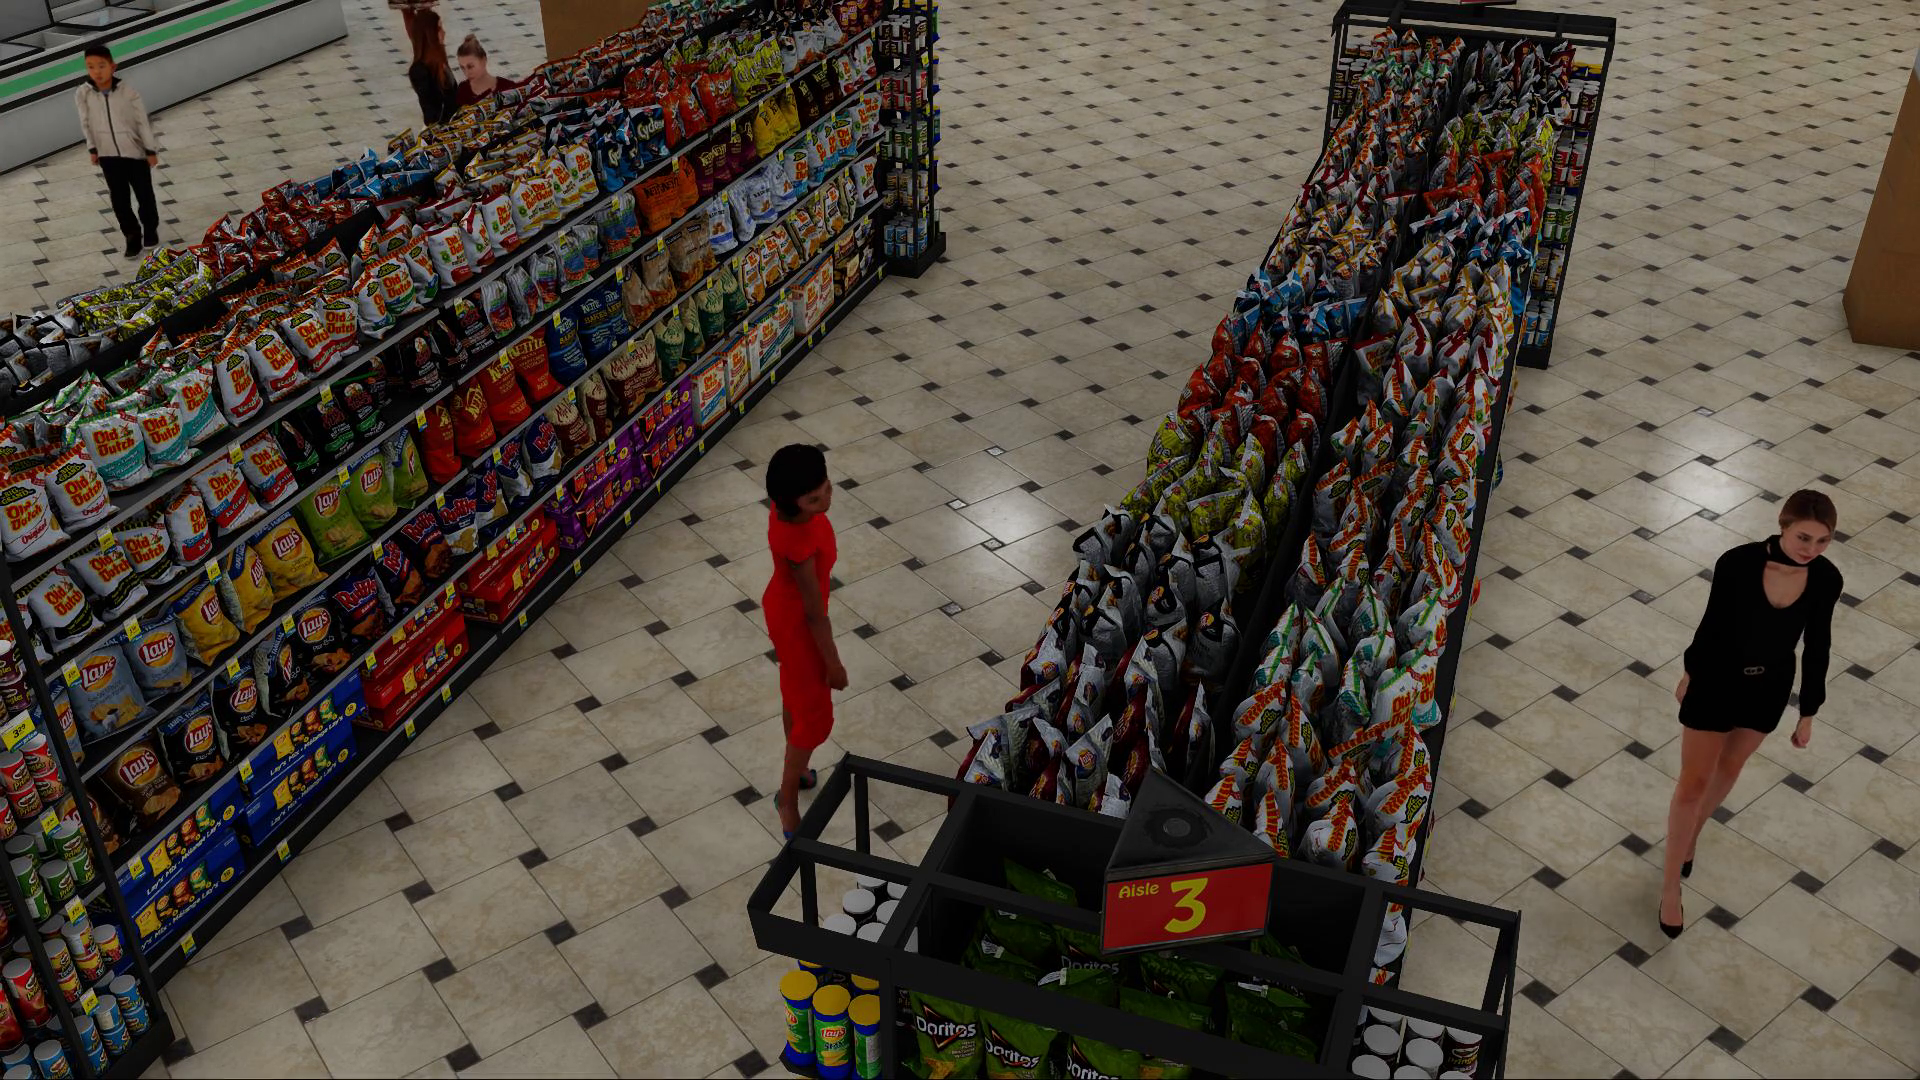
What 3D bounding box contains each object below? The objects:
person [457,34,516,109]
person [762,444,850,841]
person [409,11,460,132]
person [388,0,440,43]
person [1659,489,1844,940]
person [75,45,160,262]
[{"bbox_3d":[-2.968,-2.465,10.914,0.894,1.666,1.098,-2,32,-3],"label":"person"},{"bbox_3d":[-0.632,0.332,6.365,0.796,1.724,0.676,-16,35,-24],"label":"person"},{"bbox_3d":[-3.526,-2.737,11.319,0.735,1.701,0.585,0,32,-1],"label":"person"},{"bbox_3d":[-5.124,-5.267,15.451,0.818,1.630,0.924,-3,32,-4],"label":"person"},{"bbox_3d":[2.820,0.532,6.020,0.663,1.748,0.904,8,33,13],"label":"person"},{"bbox_3d":[-5.794,-2.716,11.530,0.785,1.442,0.847,-9,33,-15],"label":"person"}]
